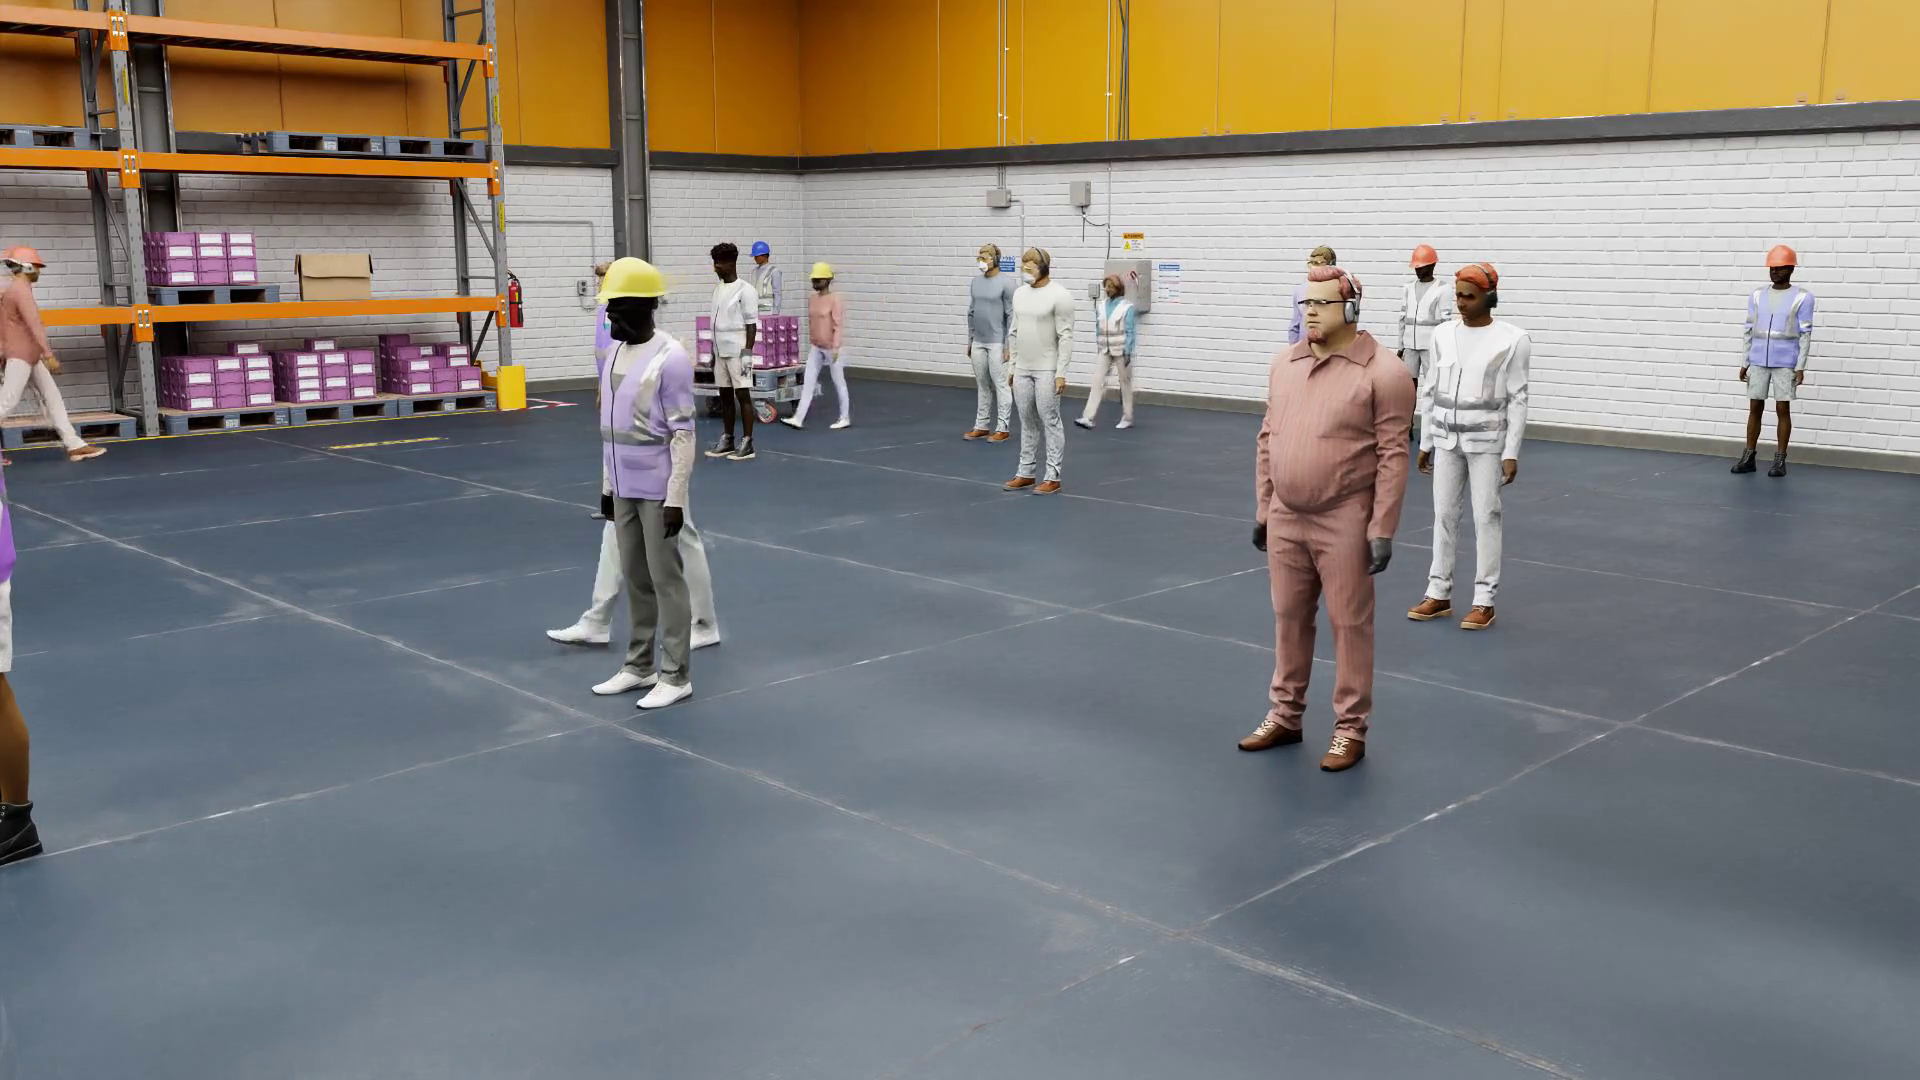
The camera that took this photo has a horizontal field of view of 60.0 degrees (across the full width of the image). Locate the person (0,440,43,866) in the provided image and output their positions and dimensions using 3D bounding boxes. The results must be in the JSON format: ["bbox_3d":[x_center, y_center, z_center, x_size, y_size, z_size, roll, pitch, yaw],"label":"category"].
[{"bbox_3d":[-3.225,0.102,5.297,0.374,1.927,0.542,-10,14,-43],"label":"person"}]

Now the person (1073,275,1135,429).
[{"bbox_3d":[1.539,-1.923,17.194,0.543,1.596,0.836,9,14,41],"label":"person"}]

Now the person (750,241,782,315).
[{"bbox_3d":[-2.690,-3.123,22.856,0.403,1.937,0.604,-10,14,-43],"label":"person"}]

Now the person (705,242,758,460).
[{"bbox_3d":[-2.079,-1.707,15.082,0.381,1.956,0.603,-10,14,-43],"label":"person"}]

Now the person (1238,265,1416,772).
[{"bbox_3d":[1.377,-0.081,6.350,0.406,1.911,0.639,-10,14,-43],"label":"person"}]

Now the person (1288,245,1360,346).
[{"bbox_3d":[2.958,-1.440,13.672,0.371,1.941,0.627,-10,14,-43],"label":"person"}]

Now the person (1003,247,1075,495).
[{"bbox_3d":[0.614,-1.319,13.033,0.371,1.934,0.627,-10,14,-43],"label":"person"}]

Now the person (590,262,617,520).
[{"bbox_3d":[-2.363,-1.032,11.723,0.389,1.837,0.563,-10,14,-43],"label":"person"}]

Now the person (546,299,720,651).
[{"bbox_3d":[-1.587,-0.362,7.958,0.920,1.887,0.593,-5,12,-25],"label":"person"}]

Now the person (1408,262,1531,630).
[{"bbox_3d":[2.631,-0.483,8.599,0.355,1.887,0.573,-10,14,-43],"label":"person"}]

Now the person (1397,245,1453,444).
[{"bbox_3d":[4.482,-1.888,16.152,0.374,1.927,0.542,-10,14,-43],"label":"person"}]

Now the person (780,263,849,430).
[{"bbox_3d":[-1.462,-1.981,17.168,0.550,1.722,0.883,9,14,41],"label":"person"}]

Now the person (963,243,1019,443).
[{"bbox_3d":[0.304,-1.922,16.300,0.371,1.941,0.627,-10,14,-43],"label":"person"}]

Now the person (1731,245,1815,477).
[{"bbox_3d":[6.855,-1.503,14.017,0.361,1.939,0.542,-10,14,-43],"label":"person"}]

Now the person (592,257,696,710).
[{"bbox_3d":[-1.367,-0.240,7.156,0.370,1.929,0.585,-10,14,-43],"label":"person"}]

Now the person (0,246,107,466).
[{"bbox_3d":[-8.273,-1.623,14.710,1.069,1.936,0.619,-5,12,-28],"label":"person"}]
